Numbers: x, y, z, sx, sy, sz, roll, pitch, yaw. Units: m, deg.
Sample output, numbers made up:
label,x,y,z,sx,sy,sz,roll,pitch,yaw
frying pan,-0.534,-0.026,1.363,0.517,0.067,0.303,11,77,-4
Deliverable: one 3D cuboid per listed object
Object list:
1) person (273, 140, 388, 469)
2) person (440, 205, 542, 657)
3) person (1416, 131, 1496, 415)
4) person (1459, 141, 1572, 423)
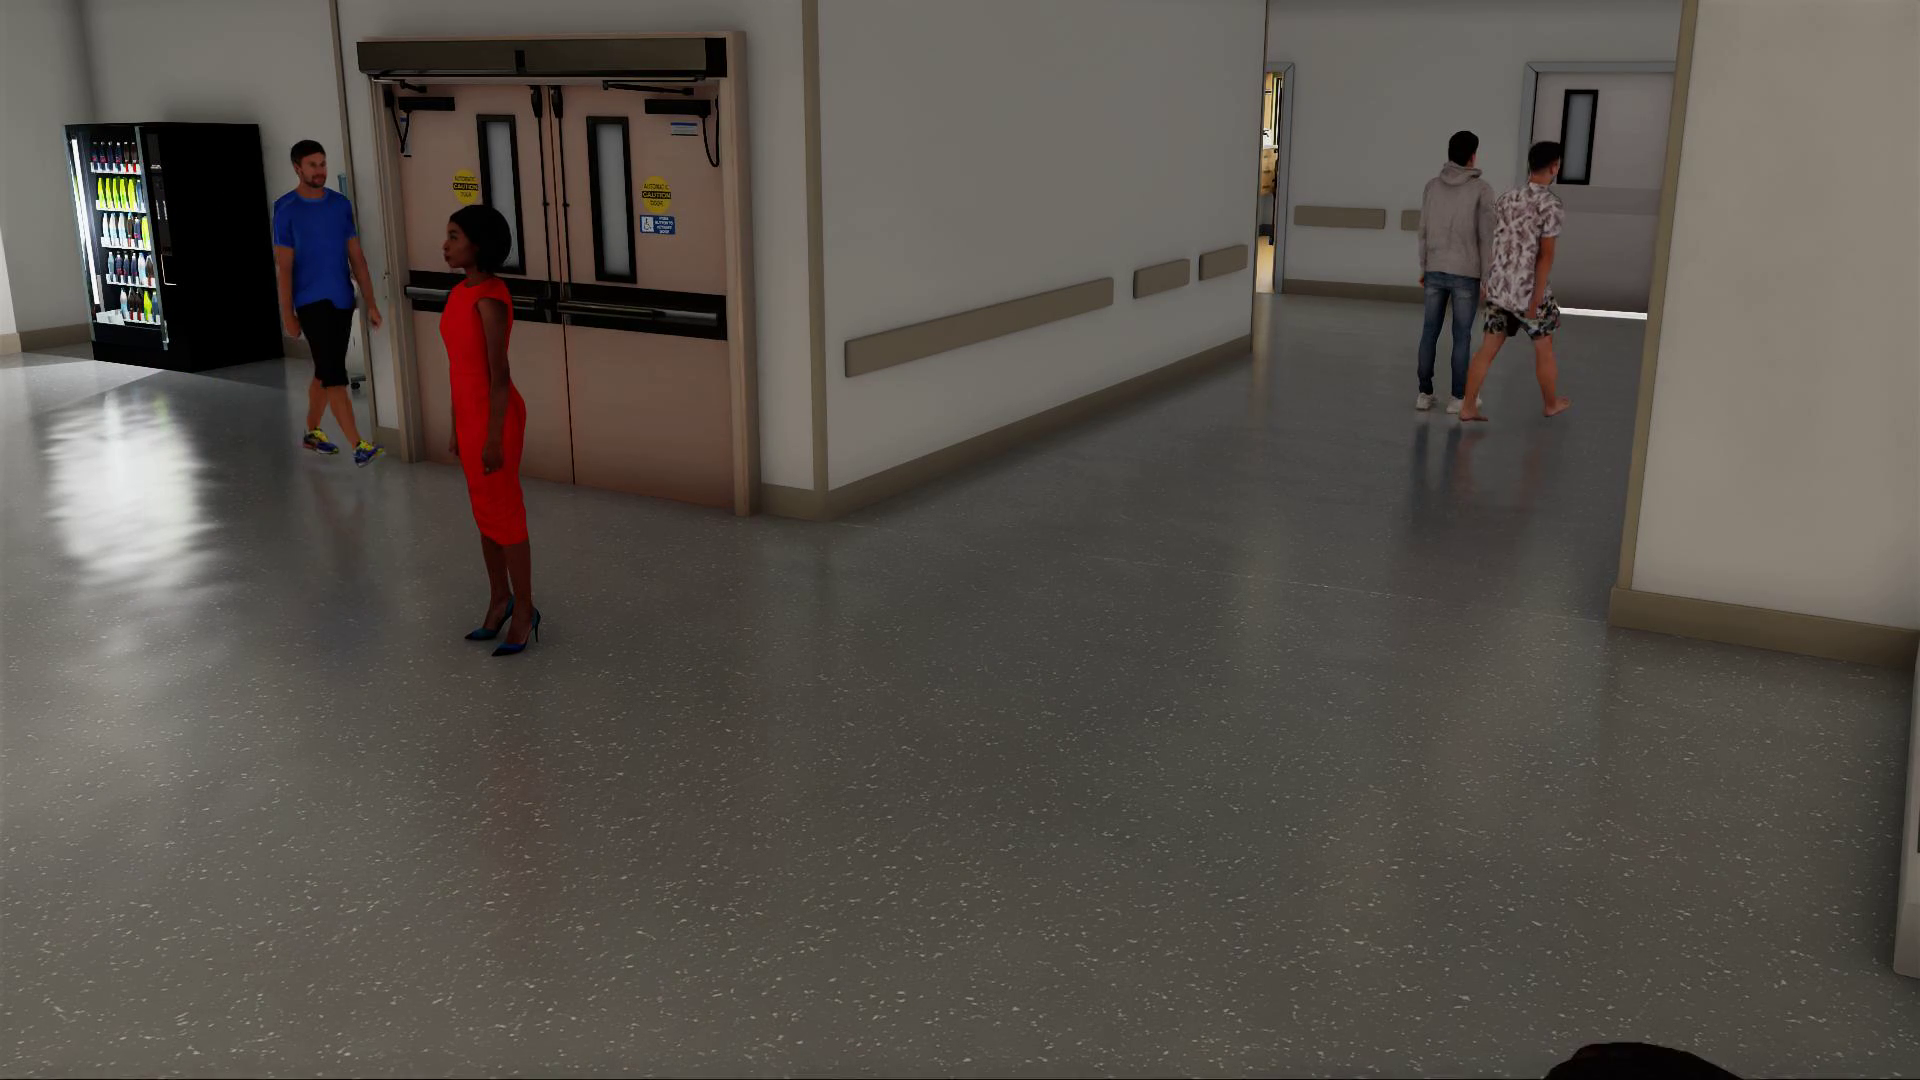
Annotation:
label,x,y,z,sx,sy,sz,roll,pitch,yaw
person,-3.691,-1.322,9.545,1.250,1.813,0.749,12,20,37
person,-1.833,-0.424,6.489,0.692,1.744,0.559,-11,19,-35
person,3.297,-1.799,11.166,0.568,1.853,0.762,12,20,37
person,3.478,-1.575,10.528,1.037,1.767,1.192,-12,20,-36
